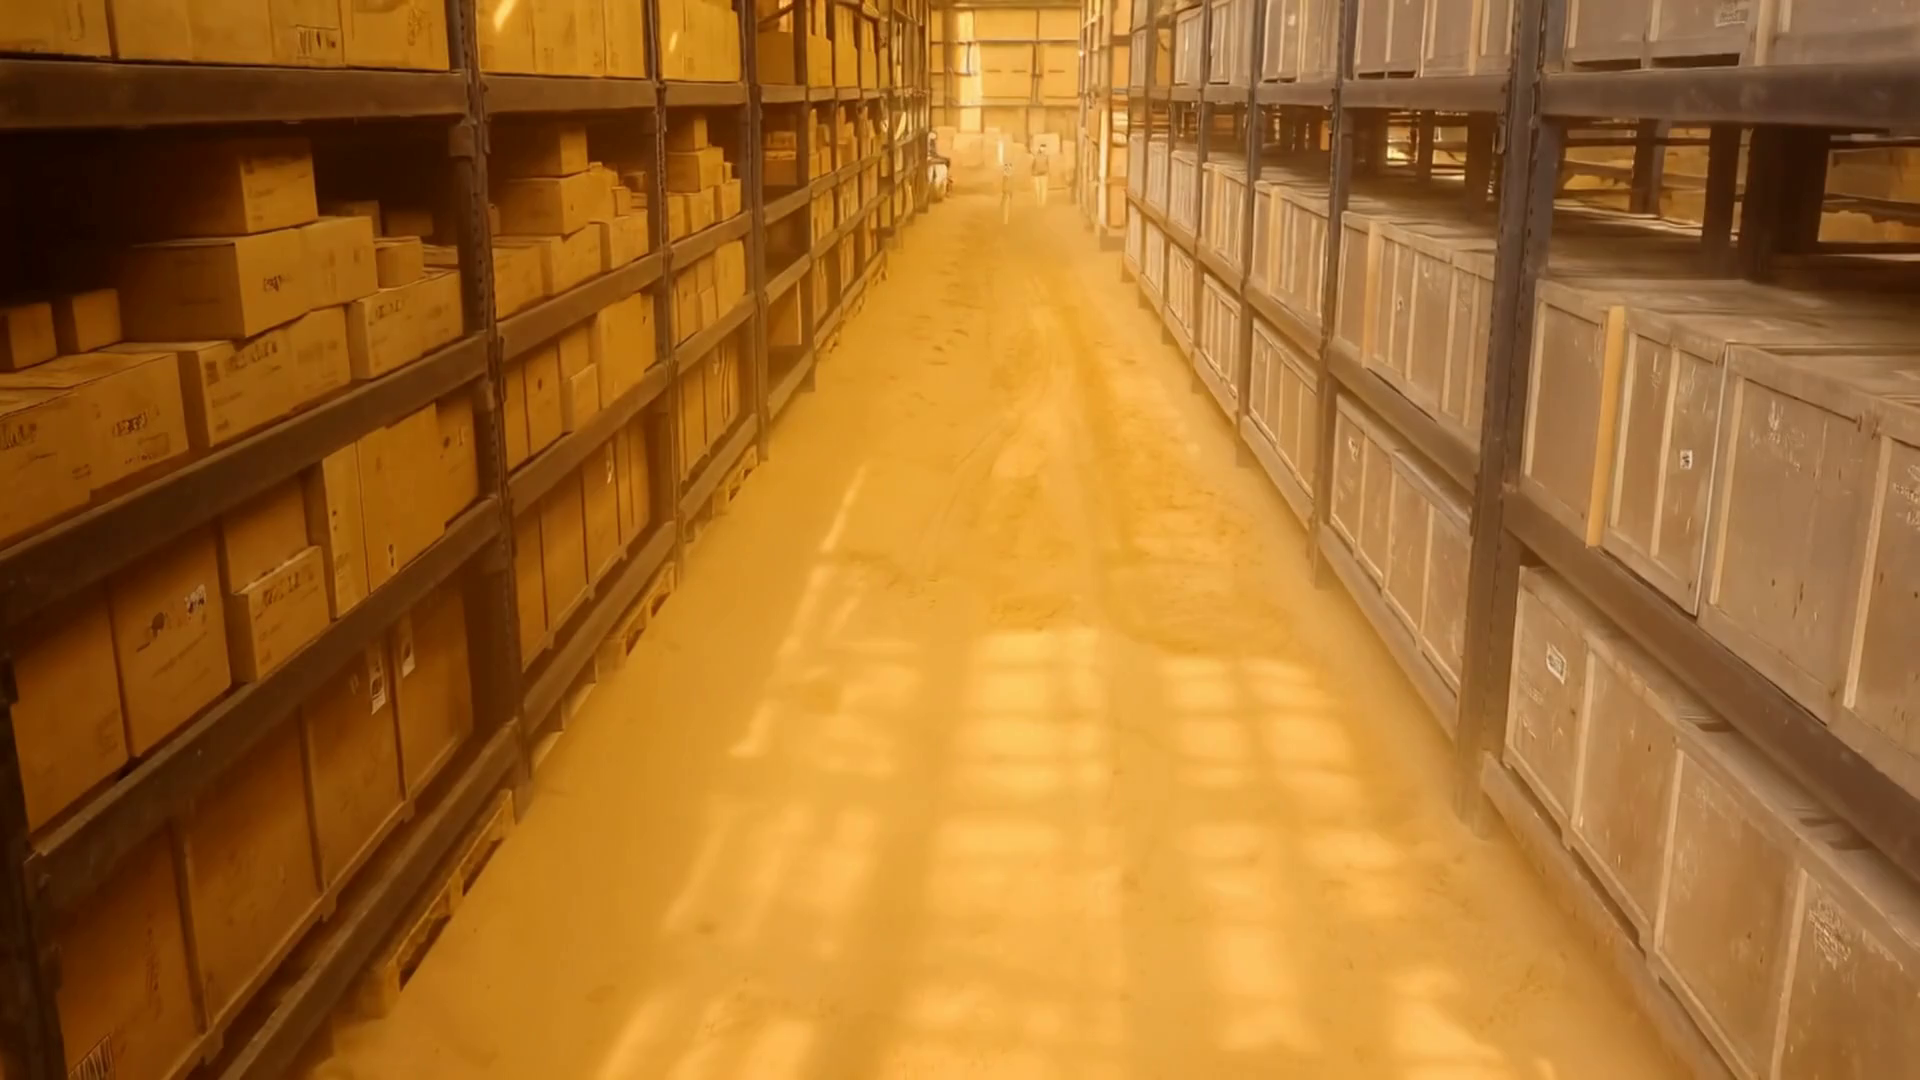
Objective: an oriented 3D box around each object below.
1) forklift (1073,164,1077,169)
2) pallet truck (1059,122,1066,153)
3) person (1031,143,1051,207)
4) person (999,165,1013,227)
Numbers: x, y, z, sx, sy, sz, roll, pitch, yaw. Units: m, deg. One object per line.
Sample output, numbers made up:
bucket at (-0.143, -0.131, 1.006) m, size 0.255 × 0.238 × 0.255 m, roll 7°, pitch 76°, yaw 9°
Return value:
forklift at (4.758, -12.974, 56.065) m, size 1.873 × 2.768 × 1.129 m, roll 0°, pitch 15°, yaw 2°
pallet truck at (5.788, -21.111, 88.014) m, size 1.885 × 1.965 × 0.823 m, roll 5°, pitch 16°, yaw 18°
person at (2.523, -11.369, 51.809) m, size 0.630 × 1.965 × 0.779 m, roll 1°, pitch 15°, yaw 3°
person at (1.221, -9.101, 44.023) m, size 0.314 × 1.632 × 0.517 m, roll -4°, pitch 15°, yaw -14°
